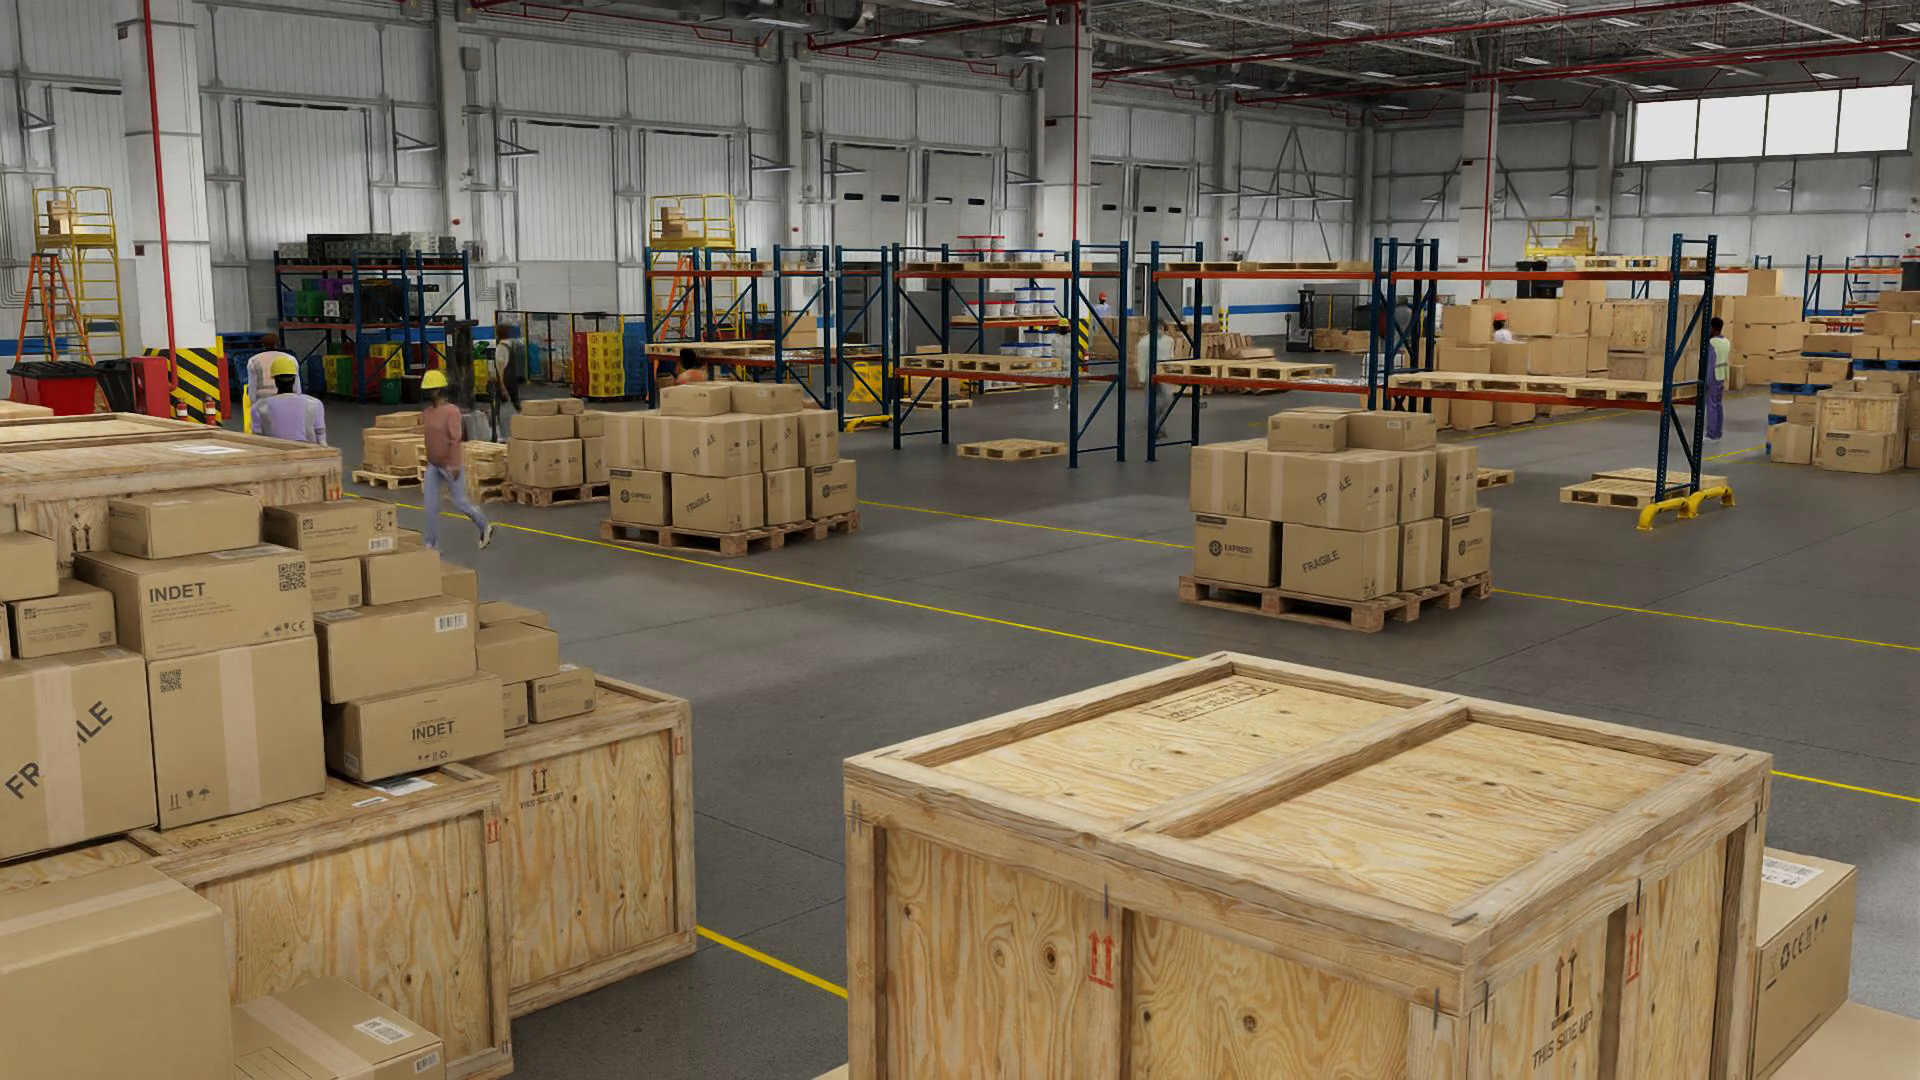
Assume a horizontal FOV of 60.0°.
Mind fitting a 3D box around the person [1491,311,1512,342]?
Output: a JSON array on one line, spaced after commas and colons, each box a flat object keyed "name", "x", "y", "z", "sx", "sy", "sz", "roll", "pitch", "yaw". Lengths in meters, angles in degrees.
[{"name": "person", "x": 9.522, "y": -3.091, "z": 29.473, "sx": 0.772, "sy": 1.902, "sz": 0.573, "roll": 8, "pitch": 12, "yaw": 41}]

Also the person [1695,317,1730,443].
[{"name": "person", "x": 11.561, "y": -2.443, "z": 25.472, "sx": 0.599, "sy": 1.915, "sz": 0.376, "roll": -9, "pitch": 13, "yaw": -43}]

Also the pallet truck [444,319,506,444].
[{"name": "pallet truck", "x": -6.981, "y": -1.942, "z": 22.150, "sx": 1.885, "sy": 1.965, "sz": 0.823, "roll": 1, "pitch": 9, "yaw": 9}]

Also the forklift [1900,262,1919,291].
[{"name": "forklift", "x": 22.622, "y": -5.232, "z": 39.622, "sx": 1.873, "sy": 2.768, "sz": 1.129, "roll": 9, "pitch": 13, "yaw": 43}]

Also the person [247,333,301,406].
[{"name": "person", "x": -8.791, "y": -1.731, "z": 21.358, "sx": 0.624, "sy": 1.838, "sz": 0.430, "roll": -4, "pitch": 10, "yaw": -22}]

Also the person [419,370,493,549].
[{"name": "person", "x": -4.722, "y": -0.713, "z": 15.403, "sx": 0.524, "sy": 1.743, "sz": 0.756, "roll": 6, "pitch": 11, "yaw": 31}]

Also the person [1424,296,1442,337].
[{"name": "person", "x": 14.667, "y": -6.697, "z": 51.728, "sx": 0.572, "sy": 1.848, "sz": 0.890, "roll": -3, "pitch": 10, "yaw": -16}]

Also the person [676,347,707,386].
[{"name": "person", "x": -3.390, "y": -1.643, "z": 21.336, "sx": 0.831, "sy": 1.668, "sz": 0.525, "roll": 7, "pitch": 11, "yaw": 36}]

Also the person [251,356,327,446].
[{"name": "person", "x": -5.689, "y": -0.596, "z": 14.150, "sx": 0.594, "sy": 1.916, "sz": 0.411, "roll": -4, "pitch": 10, "yaw": -22}]

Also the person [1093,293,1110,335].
[{"name": "person", "x": 4.360, "y": -6.639, "z": 51.172, "sx": 0.543, "sy": 1.929, "sz": 0.386, "roll": -1, "pitch": 9, "yaw": -8}]

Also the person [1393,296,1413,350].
[{"name": "person", "x": 12.133, "y": -5.742, "z": 45.743, "sx": 0.916, "sy": 1.909, "sz": 0.637, "roll": -8, "pitch": 12, "yaw": -41}]

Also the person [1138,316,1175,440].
[{"name": "person", "x": 3.079, "y": -2.504, "z": 25.827, "sx": 0.650, "sy": 1.917, "sz": 0.524, "roll": -4, "pitch": 10, "yaw": -22}]

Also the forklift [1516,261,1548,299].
[{"name": "forklift", "x": 12.925, "y": -4.937, "z": 37.812, "sx": 1.873, "sy": 2.768, "sz": 1.129, "roll": 9, "pitch": 13, "yaw": 43}]

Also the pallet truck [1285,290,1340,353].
[{"name": "pallet truck", "x": 11.297, "y": -6.951, "z": 52.861, "sx": 1.885, "sy": 1.965, "sz": 0.823, "roll": -5, "pitch": 11, "yaw": -29}]

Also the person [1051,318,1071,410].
[{"name": "person", "x": 1.951, "y": -3.330, "z": 31.462, "sx": 0.485, "sy": 1.737, "sz": 0.320, "roll": 2, "pitch": 9, "yaw": 10}]

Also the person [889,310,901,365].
[{"name": "person", "x": -1.708, "y": -5.251, "z": 43.564, "sx": 0.314, "sy": 1.634, "sz": 0.516, "roll": 3, "pitch": 10, "yaw": 19}]

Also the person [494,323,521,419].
[{"name": "person", "x": -7.180, "y": -2.538, "z": 26.411, "sx": 0.948, "sy": 1.816, "sz": 0.521, "roll": 3, "pitch": 10, "yaw": 20}]
